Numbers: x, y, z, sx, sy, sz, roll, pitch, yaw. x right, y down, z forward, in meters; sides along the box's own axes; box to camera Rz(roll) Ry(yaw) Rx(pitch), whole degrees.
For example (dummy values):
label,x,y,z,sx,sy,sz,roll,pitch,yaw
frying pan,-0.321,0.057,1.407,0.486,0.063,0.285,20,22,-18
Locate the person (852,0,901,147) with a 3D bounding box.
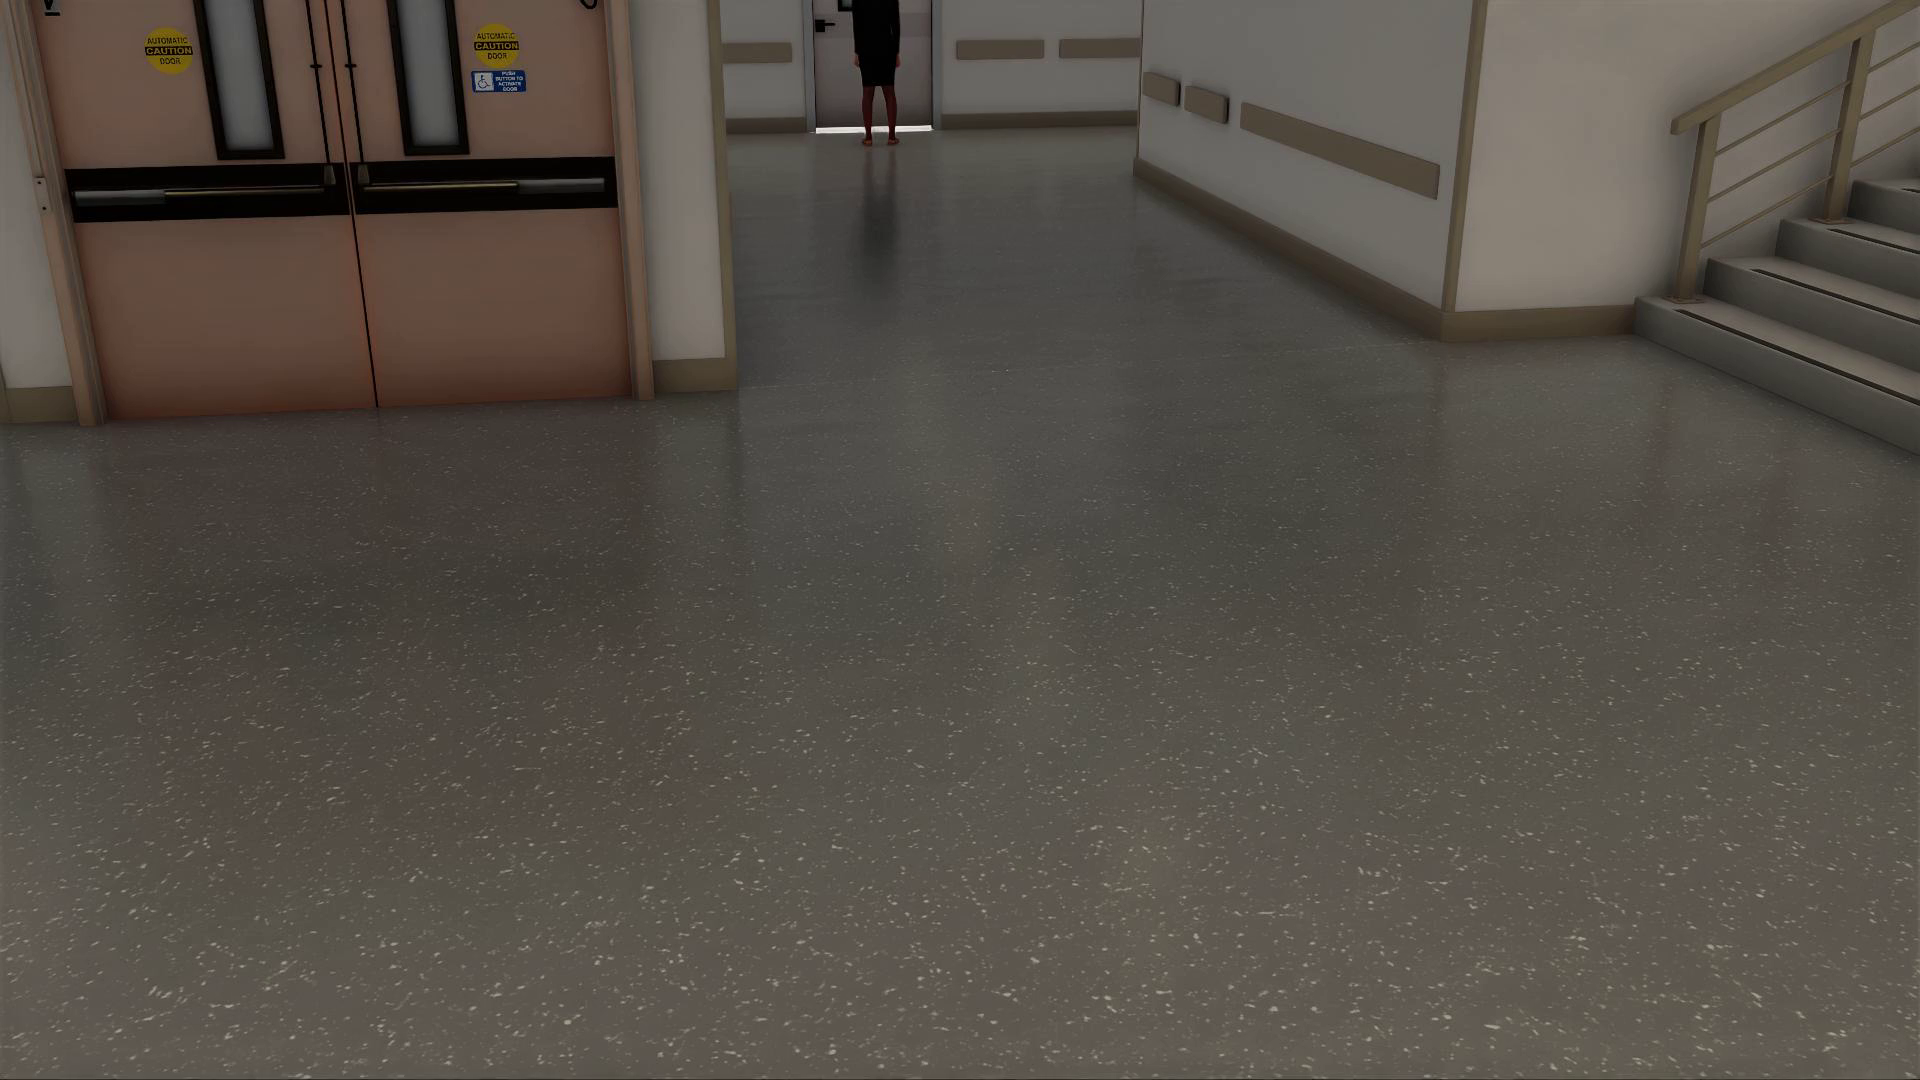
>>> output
label,x,y,z,sx,sy,sz,roll,pitch,yaw
person,-0.807,-4.731,16.190,0.476,1.722,0.692,-1,21,-4
